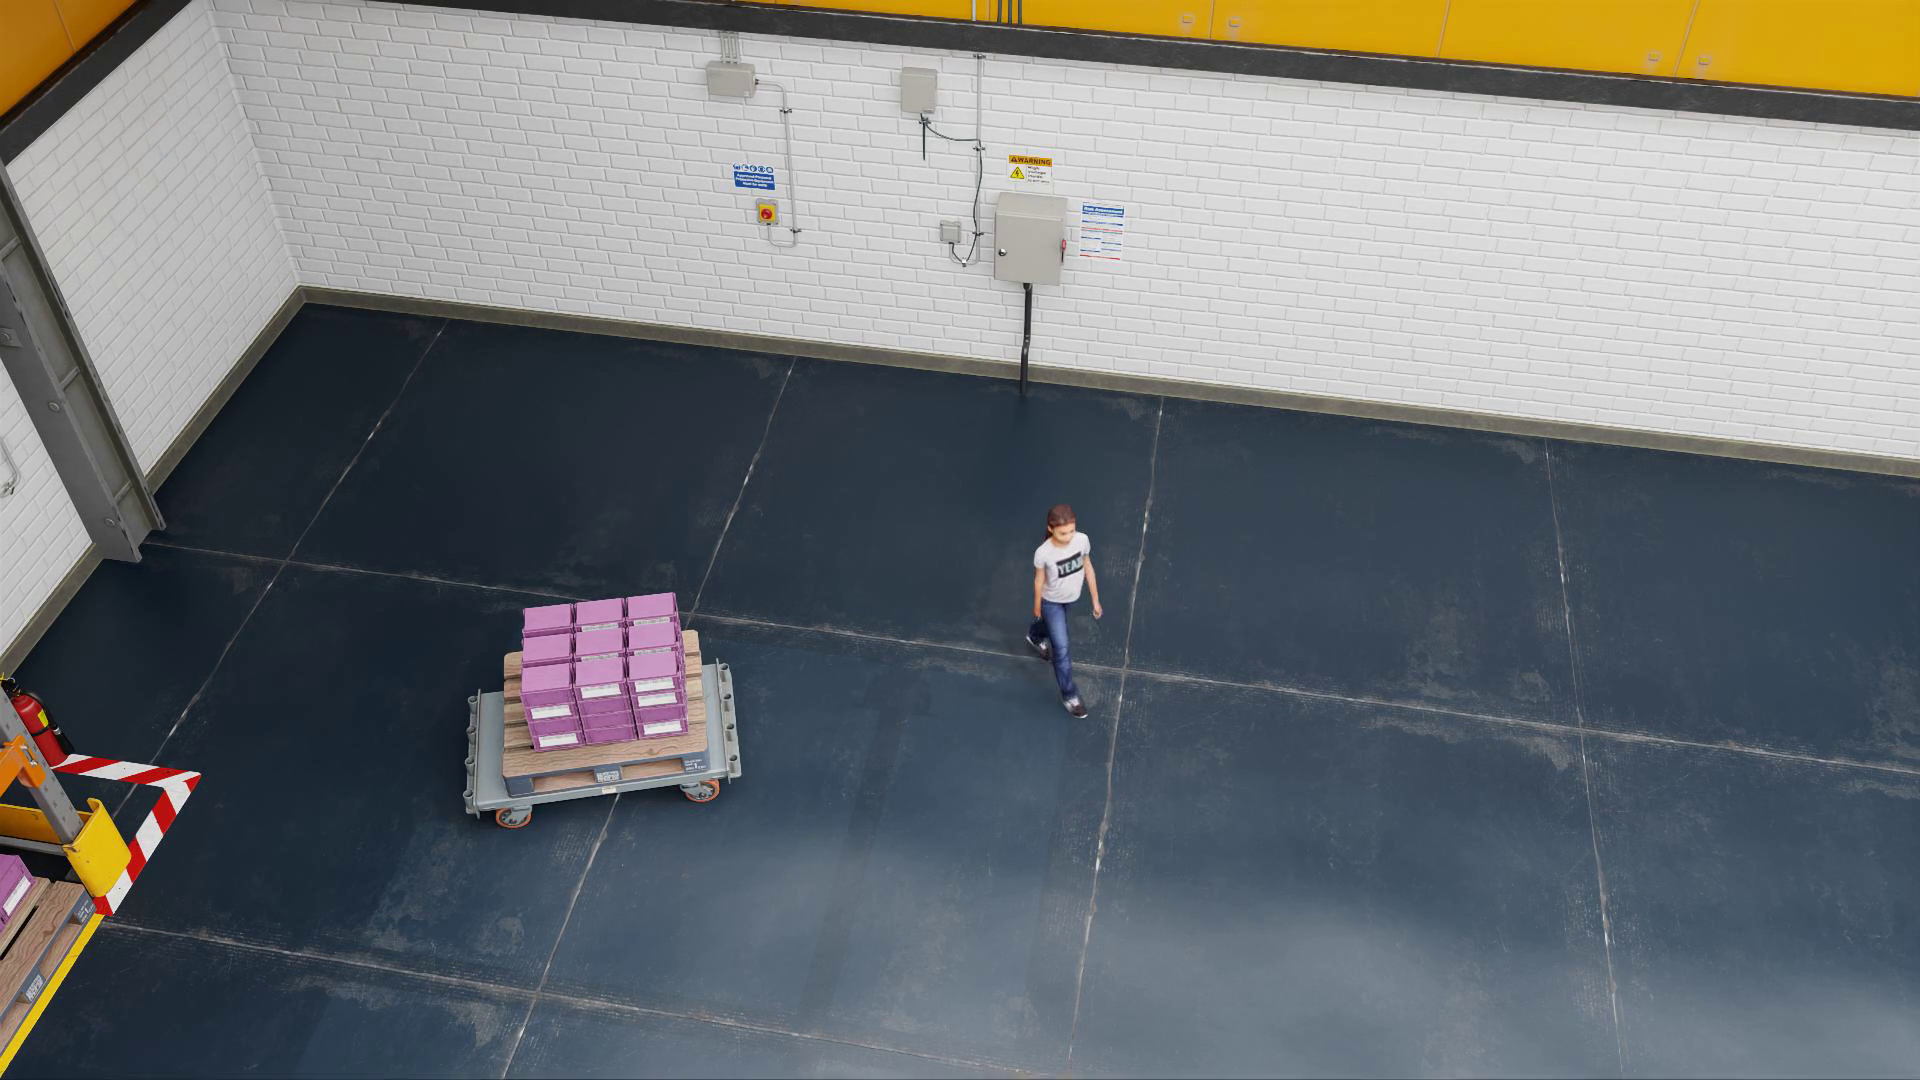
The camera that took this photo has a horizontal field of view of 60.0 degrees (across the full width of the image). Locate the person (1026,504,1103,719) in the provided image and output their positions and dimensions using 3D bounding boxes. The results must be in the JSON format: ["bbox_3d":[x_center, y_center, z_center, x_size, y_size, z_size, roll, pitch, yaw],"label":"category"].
[{"bbox_3d":[0.601,0.316,10.585,0.980,1.522,1.088,-21,48,-21],"label":"person"}]
